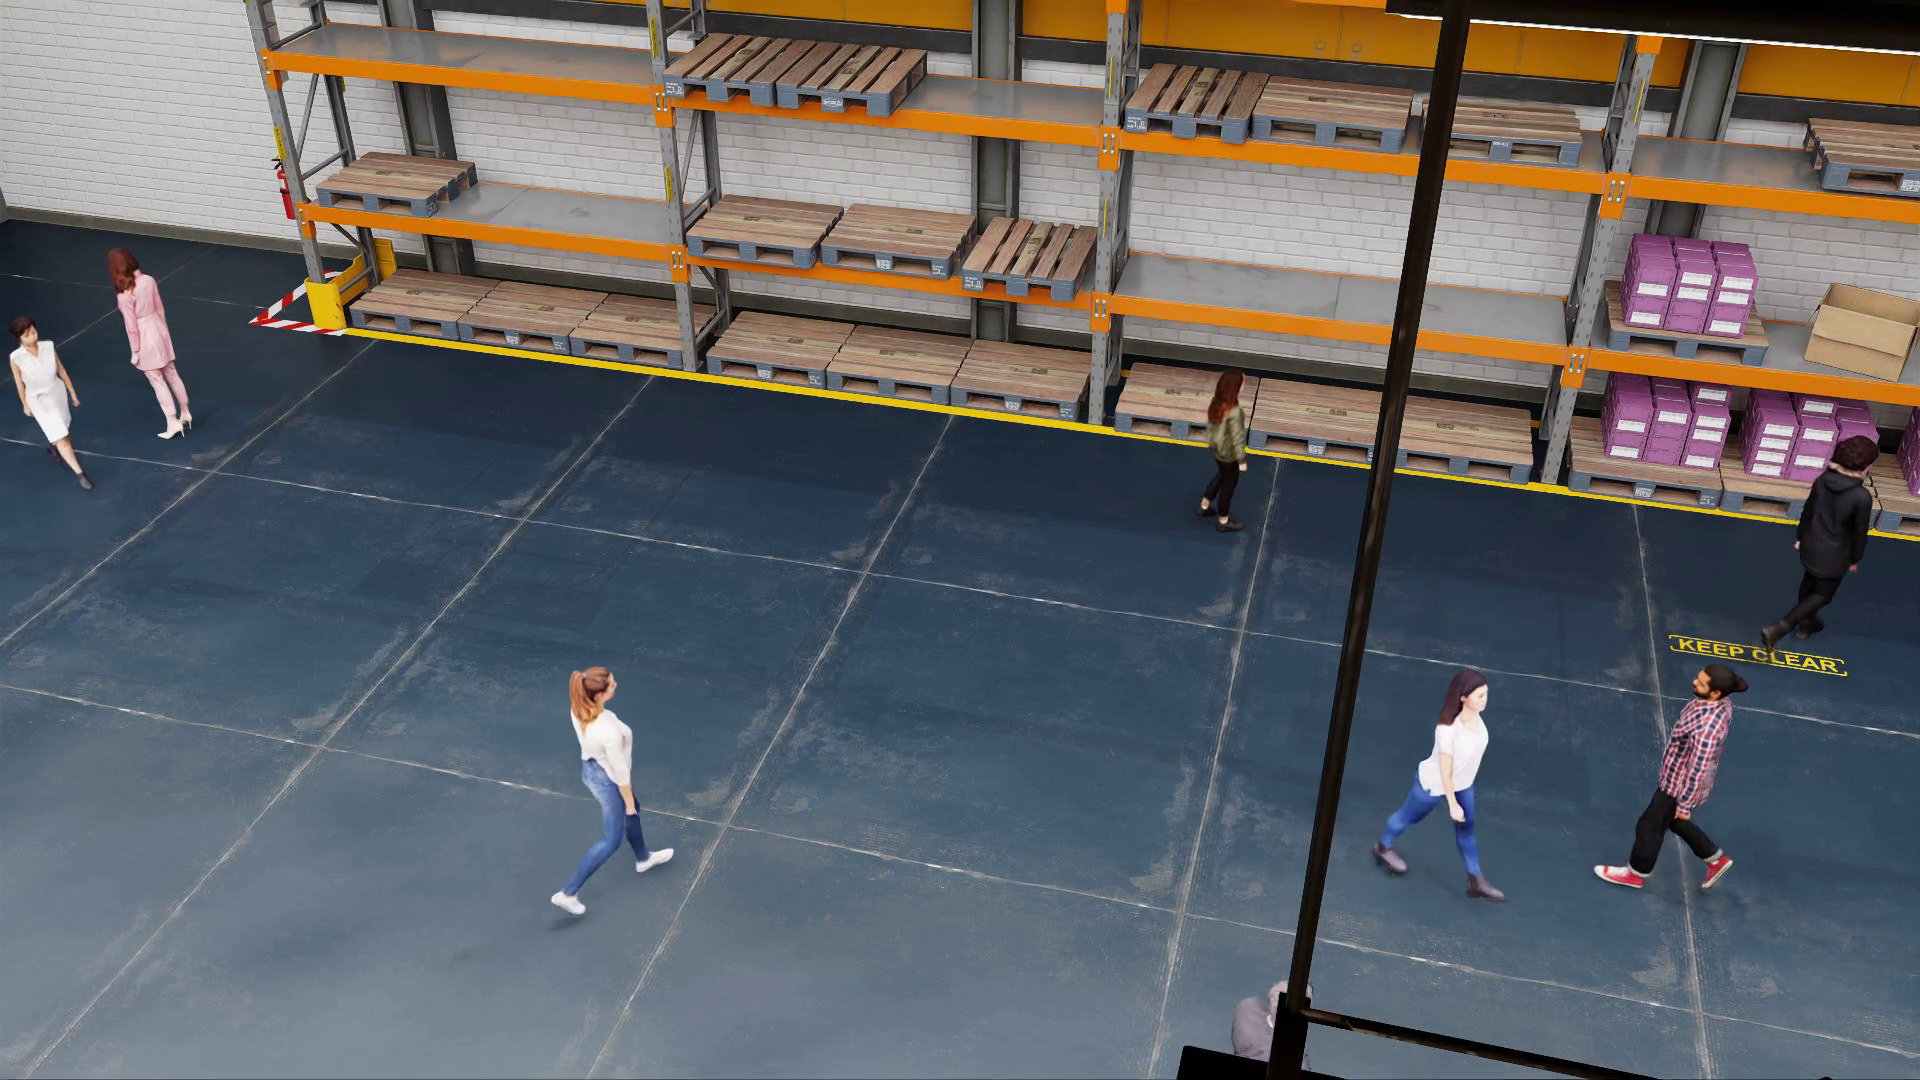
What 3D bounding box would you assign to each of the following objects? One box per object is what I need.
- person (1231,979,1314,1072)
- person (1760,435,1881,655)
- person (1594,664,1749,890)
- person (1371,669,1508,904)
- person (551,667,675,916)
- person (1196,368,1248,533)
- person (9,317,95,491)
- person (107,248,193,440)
[{"bbox_3d":[1.348,2.767,7.889,1.270,1.795,1.206,-18,38,-25],"label":"person"},{"bbox_3d":[6.202,0.078,11.963,1.132,1.762,1.042,-17,37,-23],"label":"person"},{"bbox_3d":[4.386,1.446,9.925,1.042,1.741,0.825,15,37,22],"label":"person"},{"bbox_3d":[2.826,1.442,10.020,0.968,1.642,1.178,-28,43,-36],"label":"person"},{"bbox_3d":[-2.165,1.498,9.890,1.093,1.693,1.105,-22,40,-30],"label":"person"},{"bbox_3d":[2.108,-0.717,13.420,0.726,1.474,0.696,-5,34,-8],"label":"person"},{"bbox_3d":[-7.770,-1.197,14.109,1.112,1.510,0.802,22,40,30],"label":"person"},{"bbox_3d":[-7.117,-1.732,14.652,0.508,1.801,0.605,9,35,13],"label":"person"}]
